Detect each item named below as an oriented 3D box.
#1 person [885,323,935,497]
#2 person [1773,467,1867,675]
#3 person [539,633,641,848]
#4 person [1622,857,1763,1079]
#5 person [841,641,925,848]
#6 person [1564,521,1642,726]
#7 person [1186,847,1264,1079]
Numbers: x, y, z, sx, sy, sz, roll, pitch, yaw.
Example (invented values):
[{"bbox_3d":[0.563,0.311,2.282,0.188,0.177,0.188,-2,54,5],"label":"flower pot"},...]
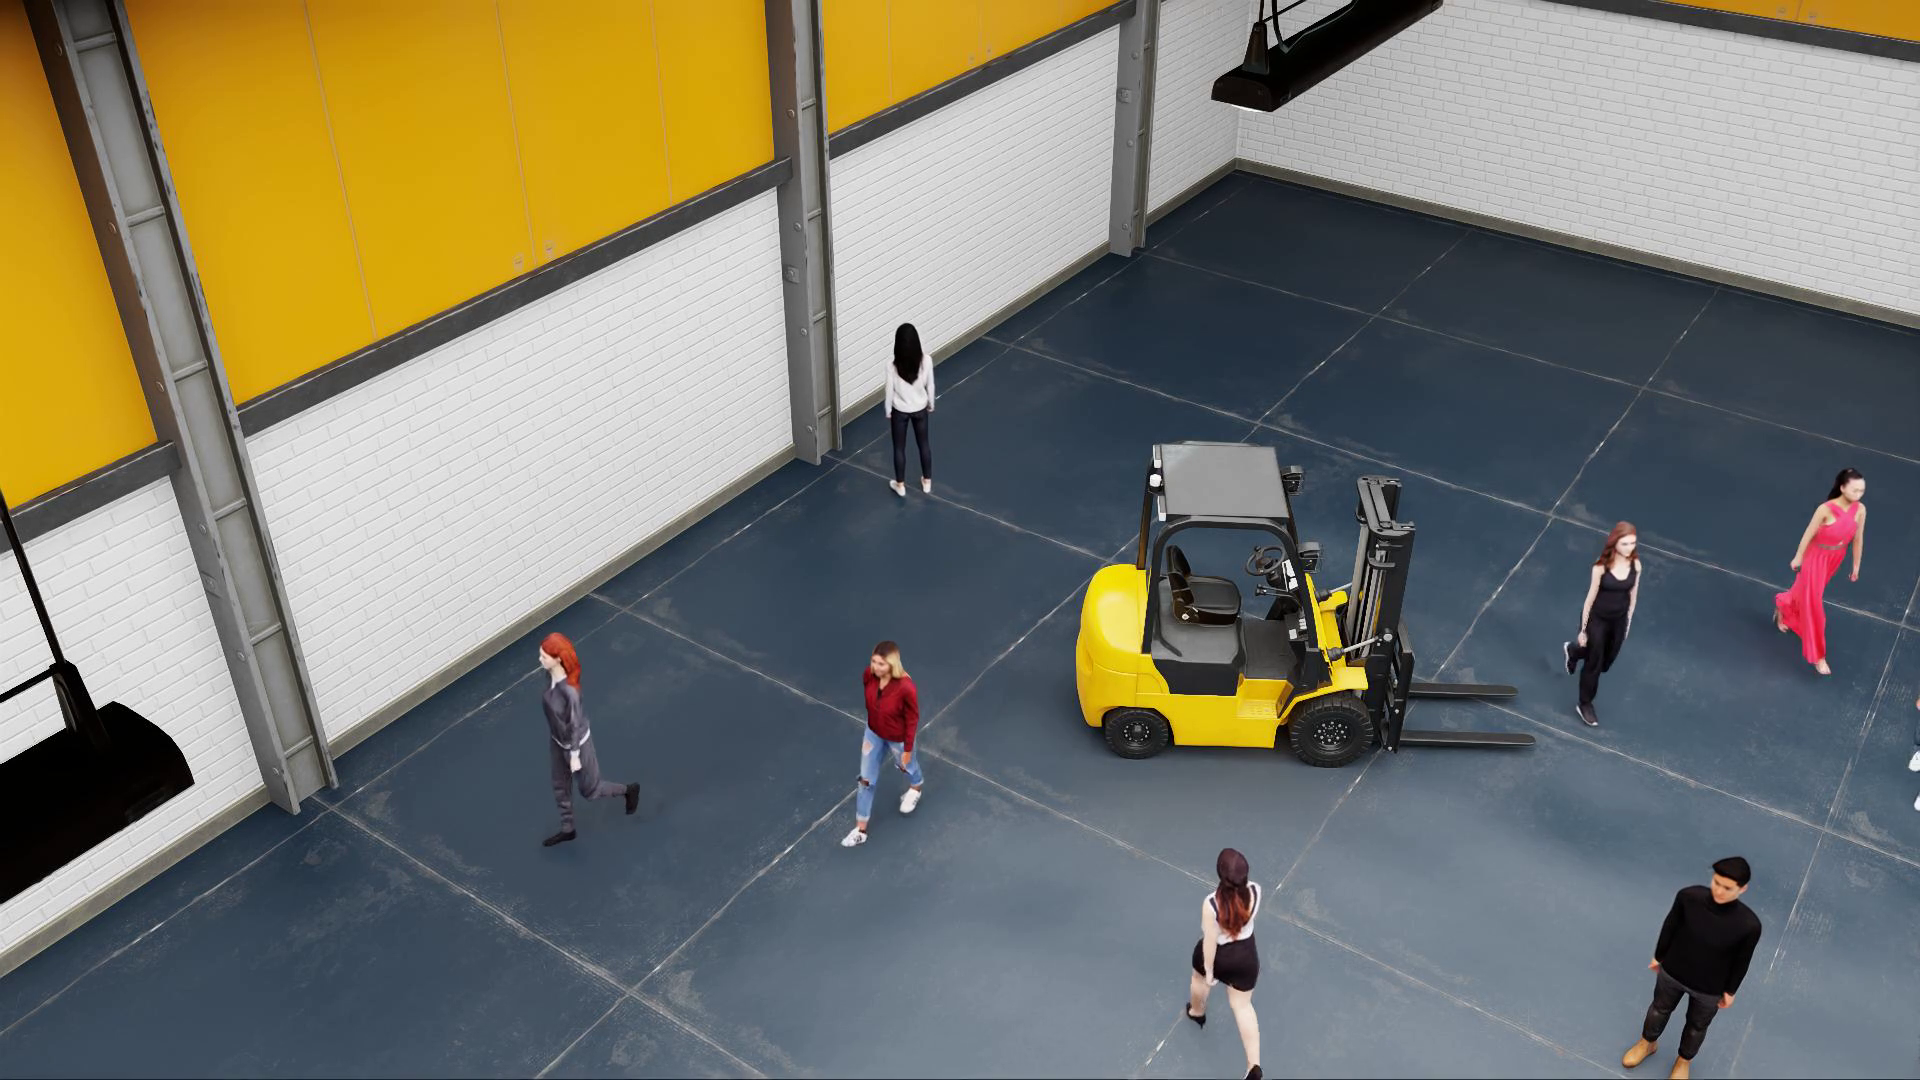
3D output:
[{"bbox_3d":[-0.462,-1.206,15.339,0.692,1.695,0.774,-9,35,-13],"label":"person"},{"bbox_3d":[6.853,0.154,13.318,1.101,1.667,1.186,-4,34,-6],"label":"person"},{"bbox_3d":[-2.595,1.370,11.408,1.024,1.757,0.774,-23,40,-30],"label":"person"},{"bbox_3d":[4.312,2.505,9.731,0.667,1.722,0.567,26,42,34],"label":"person"},{"bbox_3d":[-0.439,1.345,11.605,0.667,1.580,1.079,18,38,25],"label":"person"},{"bbox_3d":[4.848,0.561,12.650,0.935,1.729,0.991,-7,34,-10],"label":"person"},{"bbox_3d":[1.619,2.522,9.801,1.046,1.618,1.014,-11,35,-16],"label":"person"}]
